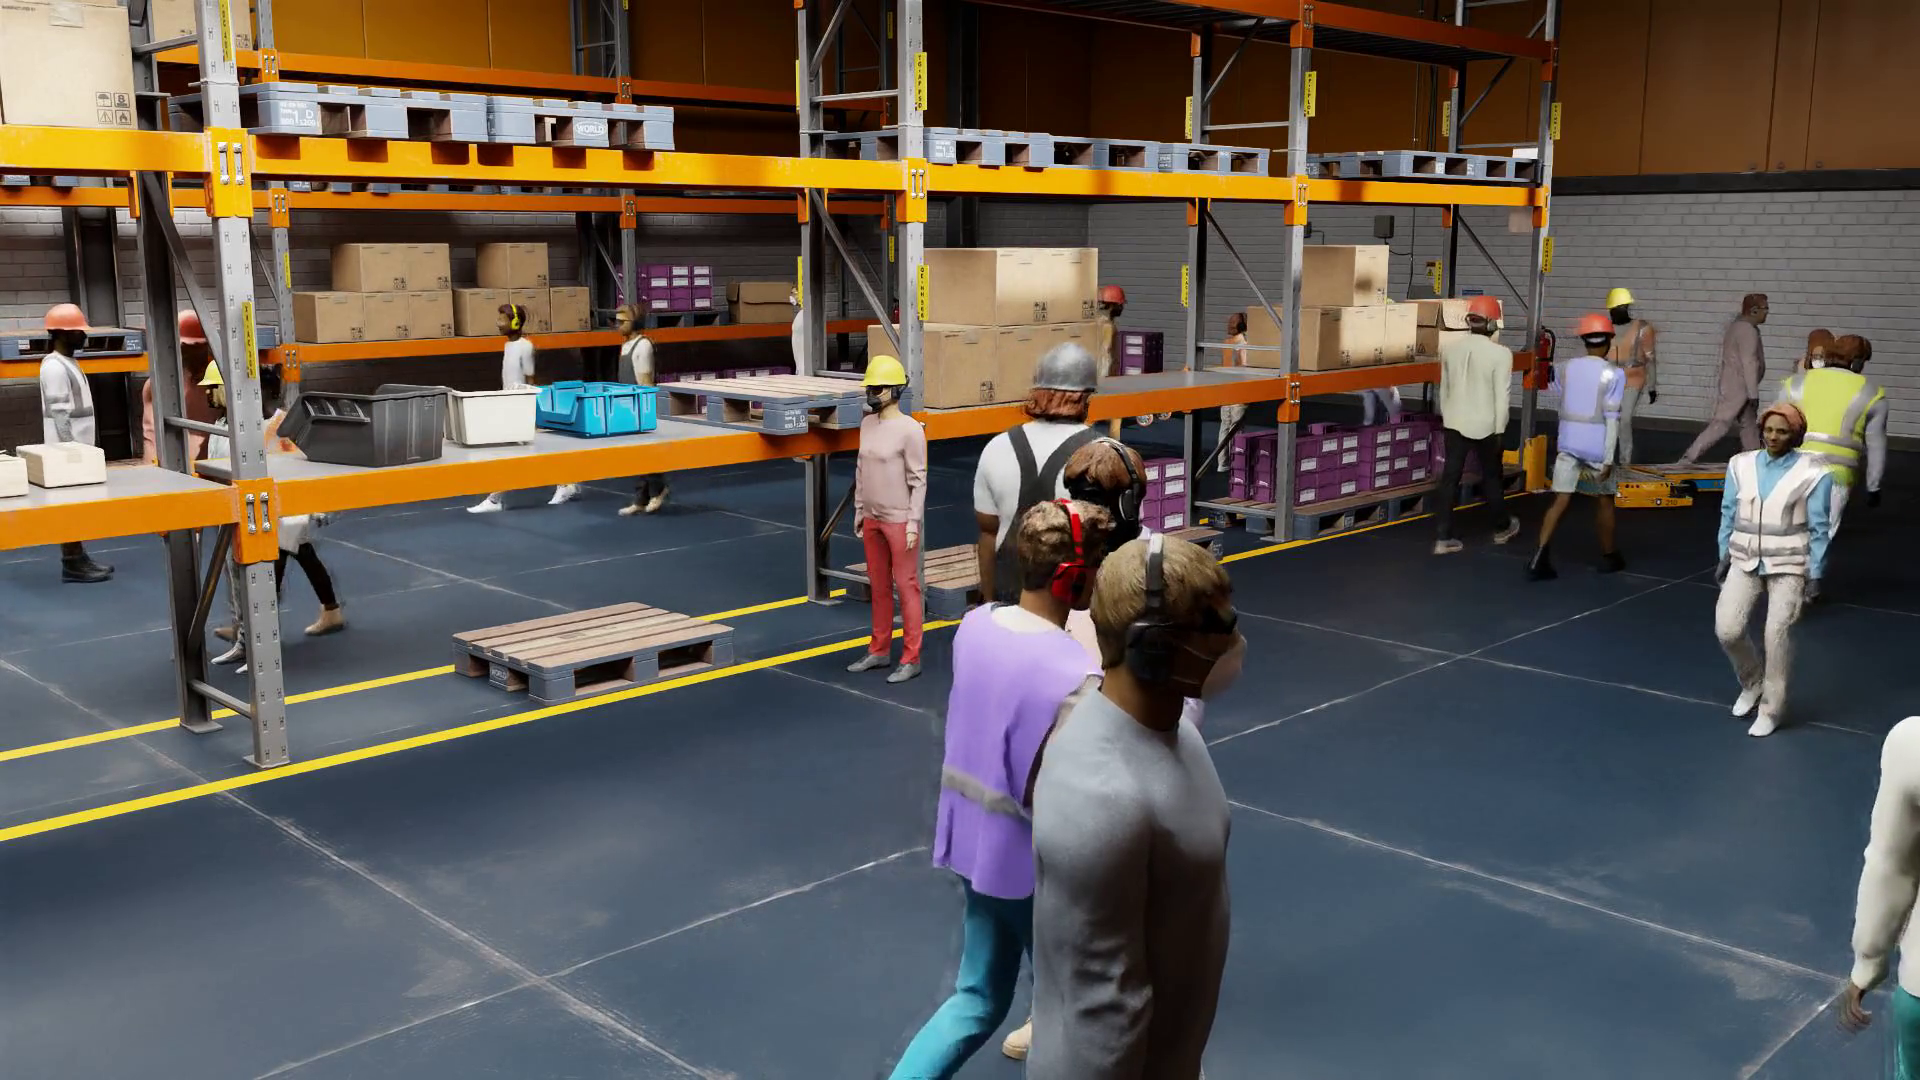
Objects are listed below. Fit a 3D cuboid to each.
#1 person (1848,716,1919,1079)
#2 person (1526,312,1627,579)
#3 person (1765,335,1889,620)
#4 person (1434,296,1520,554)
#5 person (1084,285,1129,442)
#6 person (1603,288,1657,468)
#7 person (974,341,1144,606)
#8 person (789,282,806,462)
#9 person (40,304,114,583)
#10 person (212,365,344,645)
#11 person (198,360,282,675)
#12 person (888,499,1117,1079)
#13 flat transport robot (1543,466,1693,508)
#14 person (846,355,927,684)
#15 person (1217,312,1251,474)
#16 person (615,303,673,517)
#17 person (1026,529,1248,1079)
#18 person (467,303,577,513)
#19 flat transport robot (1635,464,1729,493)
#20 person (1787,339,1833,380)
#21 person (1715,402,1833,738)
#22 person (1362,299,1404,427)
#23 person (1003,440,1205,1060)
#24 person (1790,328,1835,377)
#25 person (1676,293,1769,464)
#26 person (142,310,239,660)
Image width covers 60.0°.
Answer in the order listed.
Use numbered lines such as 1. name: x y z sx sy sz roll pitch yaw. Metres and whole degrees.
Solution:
1. person: 2.144 0.920 3.416 0.543 1.747 0.409 9 14 42
2. person: 4.380 -0.653 11.682 0.965 1.886 0.533 -10 14 -42
3. person: 5.432 -0.384 10.446 0.788 1.786 0.645 -10 15 -44
4. person: 3.969 -0.887 12.742 1.009 1.936 0.646 -10 14 -43
5. person: 1.405 -1.662 17.087 0.784 1.908 0.555 -2 11 -11
6. person: 6.526 -1.536 16.428 0.679 1.890 0.597 -7 12 -32
7. person: 0.401 0.178 6.673 0.696 2.000 1.010 6 12 30
8. person: -1.636 -1.797 17.722 0.355 1.938 0.637 -2 11 -10
9. person: -6.153 -0.670 11.584 0.375 1.933 0.551 -3 11 -18
10. person: -4.055 -0.194 9.738 0.543 1.643 0.905 10 14 42
11. person: -3.989 -0.133 9.181 0.295 1.744 0.484 -10 14 -44
12. person: 0.095 0.797 3.922 0.794 1.814 0.599 -7 12 -32
13. flat transport robot: 5.996 -0.503 15.214 0.652 0.197 1.431 -2 11 -9
14. person: -0.394 -0.112 9.001 0.315 1.770 0.524 -9 14 -41
15. person: 2.770 -1.455 16.677 0.310 1.638 0.523 -3 11 -18
16. person: -2.780 -1.099 14.203 0.400 1.832 0.552 -6 12 -30
17. person: 0.297 0.937 2.815 0.357 1.937 0.637 2 11 13
18. person: -3.861 -1.172 14.644 0.981 1.830 0.523 -6 12 -28
19. flat transport robot: 6.976 -0.580 15.634 1.431 0.197 0.652 -2 11 -9
20. person: 6.428 -0.691 12.520 0.500 1.633 0.286 8 13 37
21. person: 3.874 0.146 7.969 0.367 1.620 0.527 -9 14 -39
22. person: 4.358 -1.594 17.117 0.538 1.748 0.547 -5 11 -25
23. person: 0.394 0.635 4.728 0.627 1.844 0.429 9 14 40
24. person: 7.254 -0.972 14.093 0.341 1.630 0.552 -5 12 -25
25. person: 7.521 -1.477 16.210 0.977 1.862 0.652 3 11 17
26. person: -4.291 -0.307 9.448 0.622 1.990 0.402 -3 11 -17
